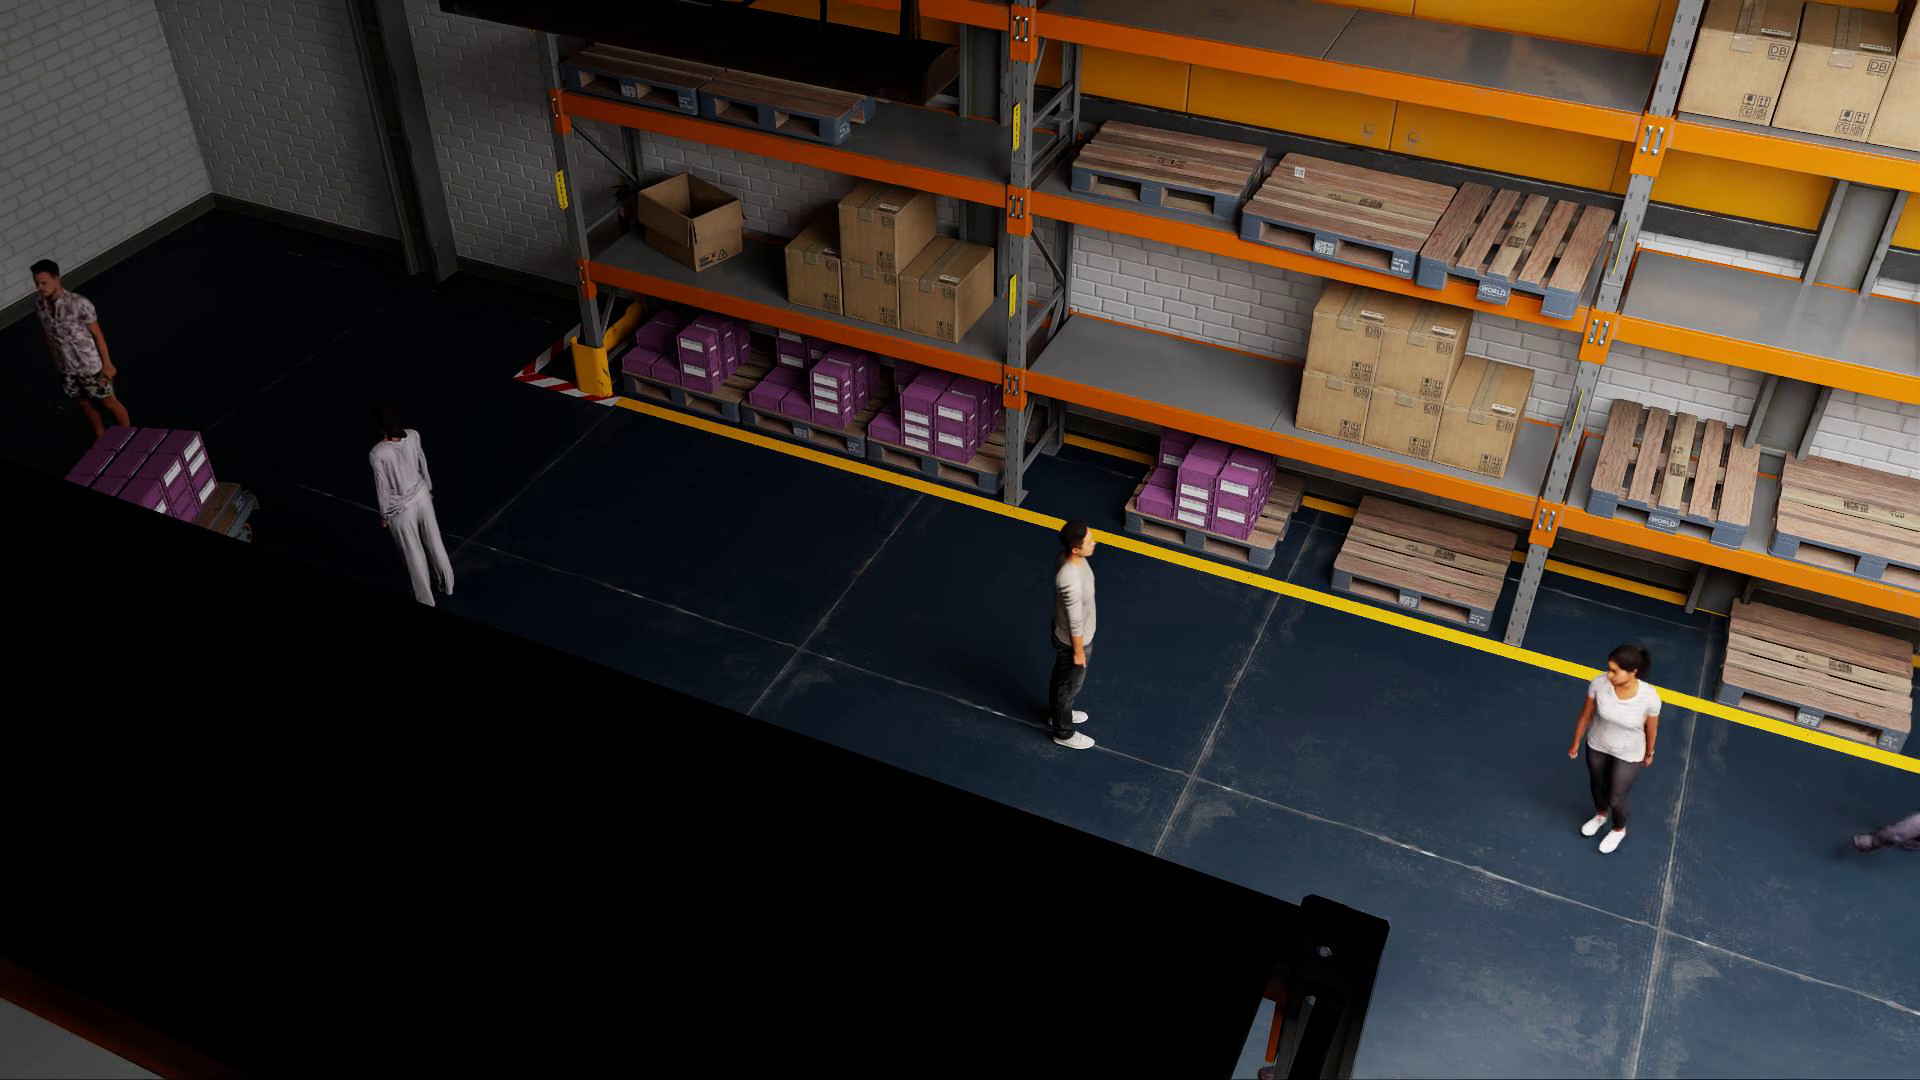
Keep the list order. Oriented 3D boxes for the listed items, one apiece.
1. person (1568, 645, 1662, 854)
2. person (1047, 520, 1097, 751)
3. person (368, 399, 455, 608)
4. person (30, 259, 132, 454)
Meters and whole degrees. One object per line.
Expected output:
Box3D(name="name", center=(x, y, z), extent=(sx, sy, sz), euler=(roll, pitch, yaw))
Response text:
Box3D(name="person", center=(4.078, 1.259, 10.257), extent=(0.639, 1.611, 0.744), euler=(20, 43, 23))
Box3D(name="person", center=(0.724, 0.604, 10.916), extent=(0.708, 1.812, 0.726), euler=(-1, 39, -1))
Box3D(name="person", center=(-3.988, -0.260, 12.029), extent=(0.604, 1.774, 0.643), euler=(26, 45, 29))
Box3D(name="person", center=(-7.149, -1.492, 13.541), extent=(0.592, 1.811, 0.783), euler=(7, 39, 9))
